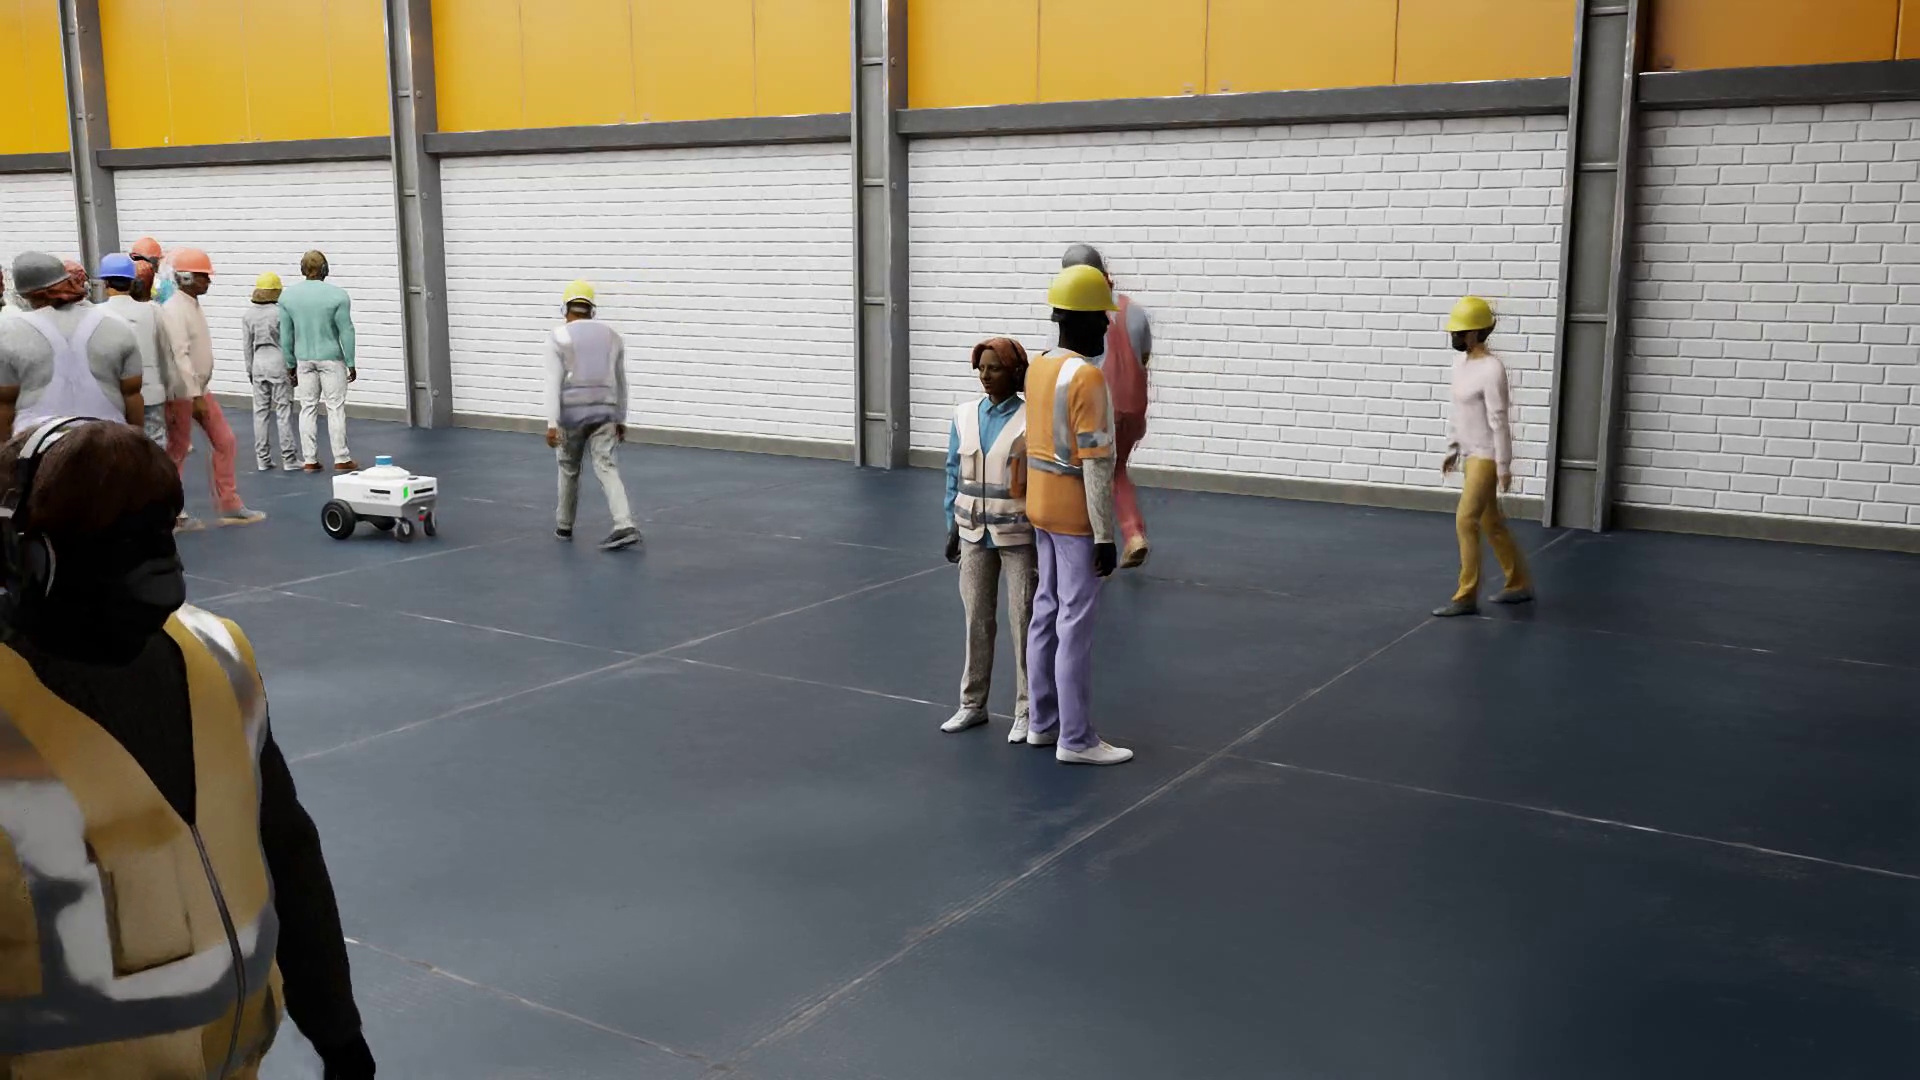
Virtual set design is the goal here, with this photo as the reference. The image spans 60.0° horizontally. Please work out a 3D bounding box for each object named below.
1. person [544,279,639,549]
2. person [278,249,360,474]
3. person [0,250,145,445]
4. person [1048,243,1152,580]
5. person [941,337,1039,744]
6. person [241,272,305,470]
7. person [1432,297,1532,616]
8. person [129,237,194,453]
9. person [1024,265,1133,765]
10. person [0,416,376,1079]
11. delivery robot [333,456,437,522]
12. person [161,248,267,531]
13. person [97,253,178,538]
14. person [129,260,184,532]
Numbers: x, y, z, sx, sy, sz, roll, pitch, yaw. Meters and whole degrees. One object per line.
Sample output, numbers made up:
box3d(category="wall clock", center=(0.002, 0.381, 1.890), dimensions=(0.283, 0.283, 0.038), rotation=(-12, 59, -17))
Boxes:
box3d(category="person", center=(-2.452, -0.824, 10.975), dimensions=(0.642, 1.773, 0.908), rotation=(-8, 13, -36))
box3d(category="person", center=(-5.546, -1.537, 14.423), dimensions=(0.635, 1.938, 0.352), rotation=(0, 10, 2))
box3d(category="person", center=(-4.728, -0.577, 8.829), dimensions=(0.730, 2.000, 0.765), rotation=(-7, 13, -35))
box3d(category="person", center=(0.811, -0.781, 9.957), dimensions=(0.700, 2.000, 0.541), rotation=(-6, 12, -31))
box3d(category="person", center=(0.164, -0.001, 6.744), dimensions=(0.514, 1.642, 0.310), rotation=(6, 12, 31))
box3d(category="person", center=(-6.063, -1.486, 14.686), dimensions=(0.488, 1.743, 0.319), rotation=(2, 10, 11))
box3d(category="person", center=(2.877, -0.447, 8.986), dimensions=(0.643, 1.728, 0.541), rotation=(-1, 10, -4))
box3d(category="person", center=(-7.589, -1.813, 15.669), dimensions=(0.607, 2.044, 0.374), rotation=(2, 10, 13))
box3d(category="person", center=(0.443, -0.092, 6.456), dimensions=(0.363, 1.928, 0.587), rotation=(-4, 11, -23))
box3d(category="person", center=(-1.015, 0.740, 2.200), dimensions=(0.937, 1.794, 0.658), rotation=(3, 11, 15))
box3d(category="delivery robot", center=(-3.908, -0.329, 11.312), dimensions=(0.707, 0.478, 0.477), rotation=(5, 11, 26))
box3d(category="person", center=(-5.230, -1.028, 11.536), dimensions=(0.830, 1.954, 0.662), rotation=(-1, 10, -6))
box3d(category="person", center=(-5.586, -0.947, 11.173), dimensions=(0.425, 1.938, 0.629), rotation=(8, 13, 37))
box3d(category="person", center=(-5.600, -0.988, 11.537), dimensions=(0.337, 1.882, 0.584), rotation=(-5, 11, -24))
